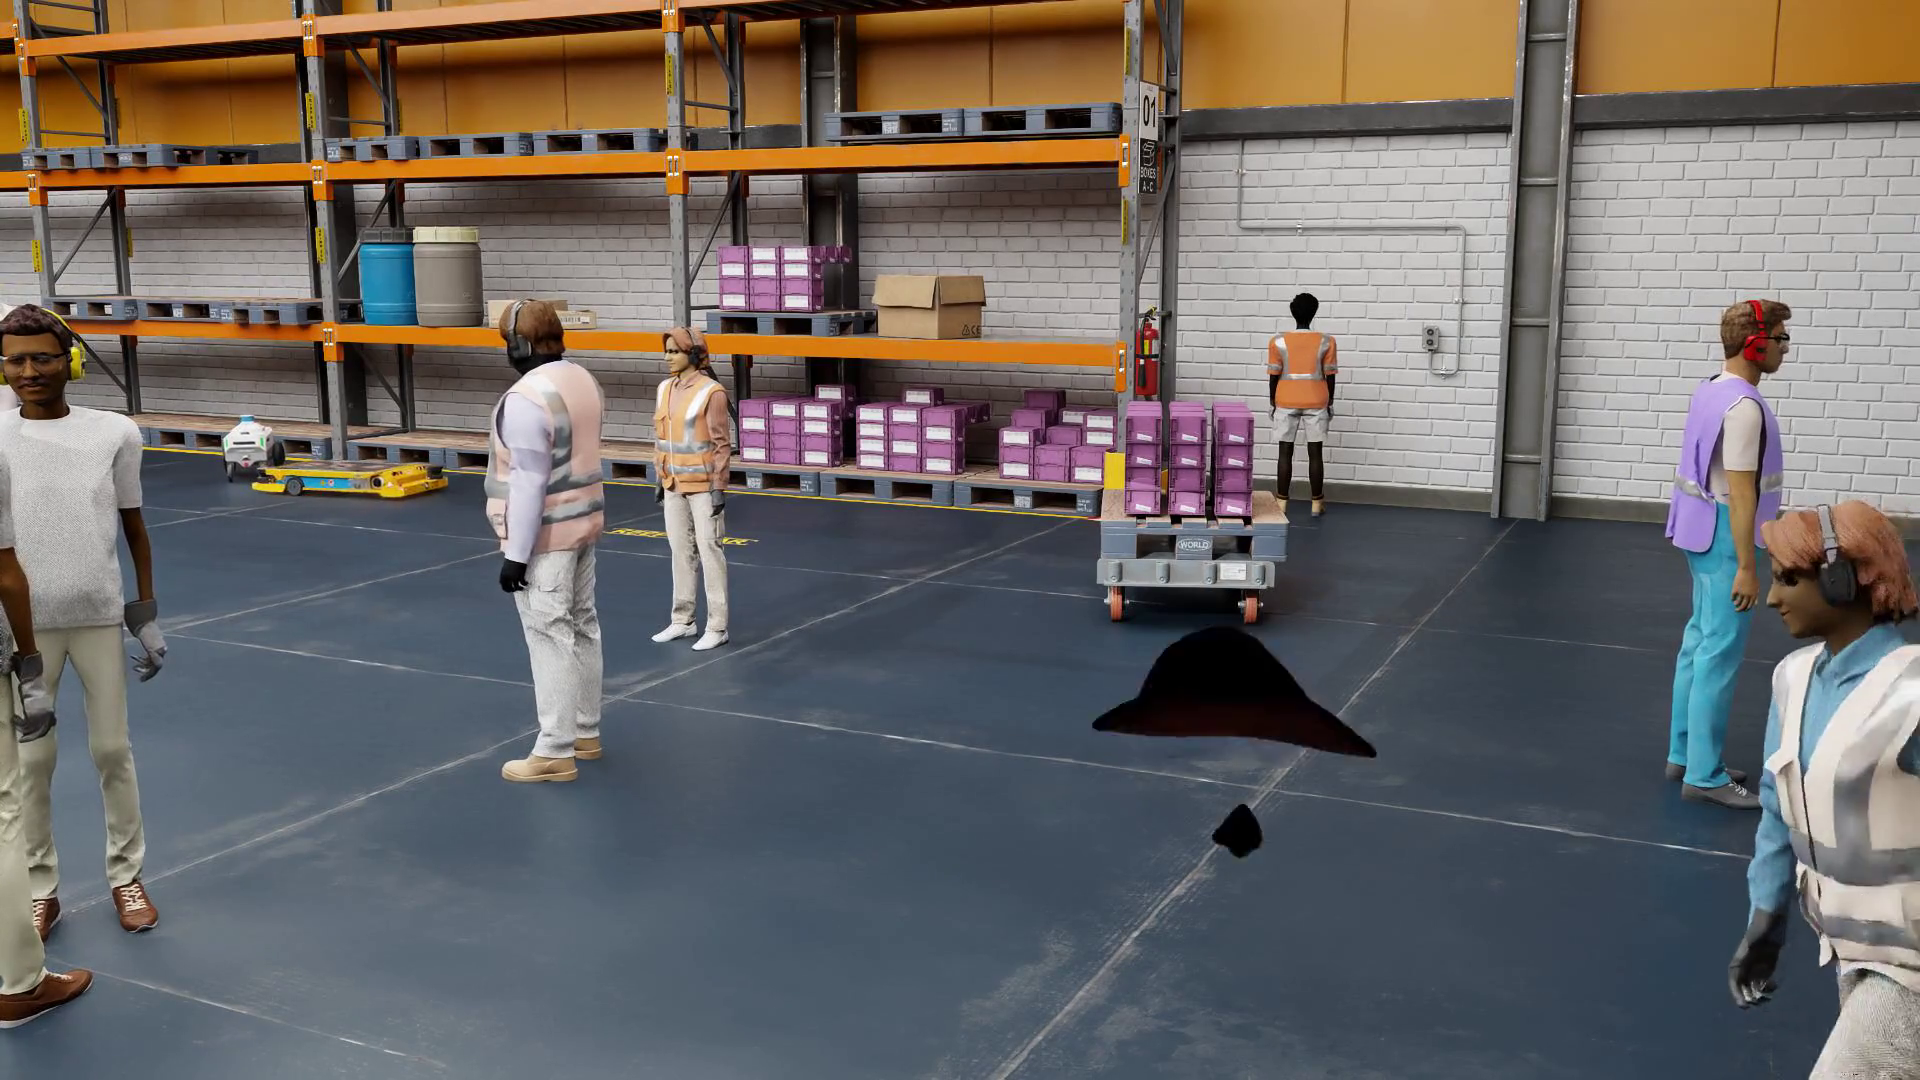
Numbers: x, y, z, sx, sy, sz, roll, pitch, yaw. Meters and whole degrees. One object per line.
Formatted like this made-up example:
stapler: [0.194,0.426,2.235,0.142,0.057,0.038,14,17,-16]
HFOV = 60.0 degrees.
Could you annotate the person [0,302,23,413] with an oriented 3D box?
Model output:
person: [-7.407,-1.113,12.614,0.657,1.911,0.412,-5,11,-24]

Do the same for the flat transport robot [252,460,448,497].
flat transport robot: [-5.082,-0.523,13.871,1.431,0.197,0.652,3,10,15]

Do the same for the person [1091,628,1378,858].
person: [0.107,0.938,0.832,0.635,1.924,1.119,1,10,6]

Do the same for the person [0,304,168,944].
person: [-2.614,0.255,4.855,0.535,1.864,0.314,-5,11,-27]

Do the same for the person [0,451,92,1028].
person: [-2.616,0.351,4.310,0.519,1.865,0.326,0,10,0]

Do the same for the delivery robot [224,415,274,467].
delivery robot: [-6.313,-0.870,14.778,0.477,0.478,0.707,-3,10,-16]

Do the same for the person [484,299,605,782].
person: [-1.589,0.004,6.376,0.430,1.839,0.619,2,10,11]

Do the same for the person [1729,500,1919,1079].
person: [1.537,0.735,2.877,0.731,1.591,0.561,1,10,5]

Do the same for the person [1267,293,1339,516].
person: [2.596,-1.021,12.646,0.535,1.697,0.318,1,10,8]

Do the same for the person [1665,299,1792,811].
person: [2.799,0.048,6.102,0.376,1.840,0.573,2,10,12]

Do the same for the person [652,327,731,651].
person: [-1.365,-0.260,8.451,0.525,1.639,0.307,8,13,40]
